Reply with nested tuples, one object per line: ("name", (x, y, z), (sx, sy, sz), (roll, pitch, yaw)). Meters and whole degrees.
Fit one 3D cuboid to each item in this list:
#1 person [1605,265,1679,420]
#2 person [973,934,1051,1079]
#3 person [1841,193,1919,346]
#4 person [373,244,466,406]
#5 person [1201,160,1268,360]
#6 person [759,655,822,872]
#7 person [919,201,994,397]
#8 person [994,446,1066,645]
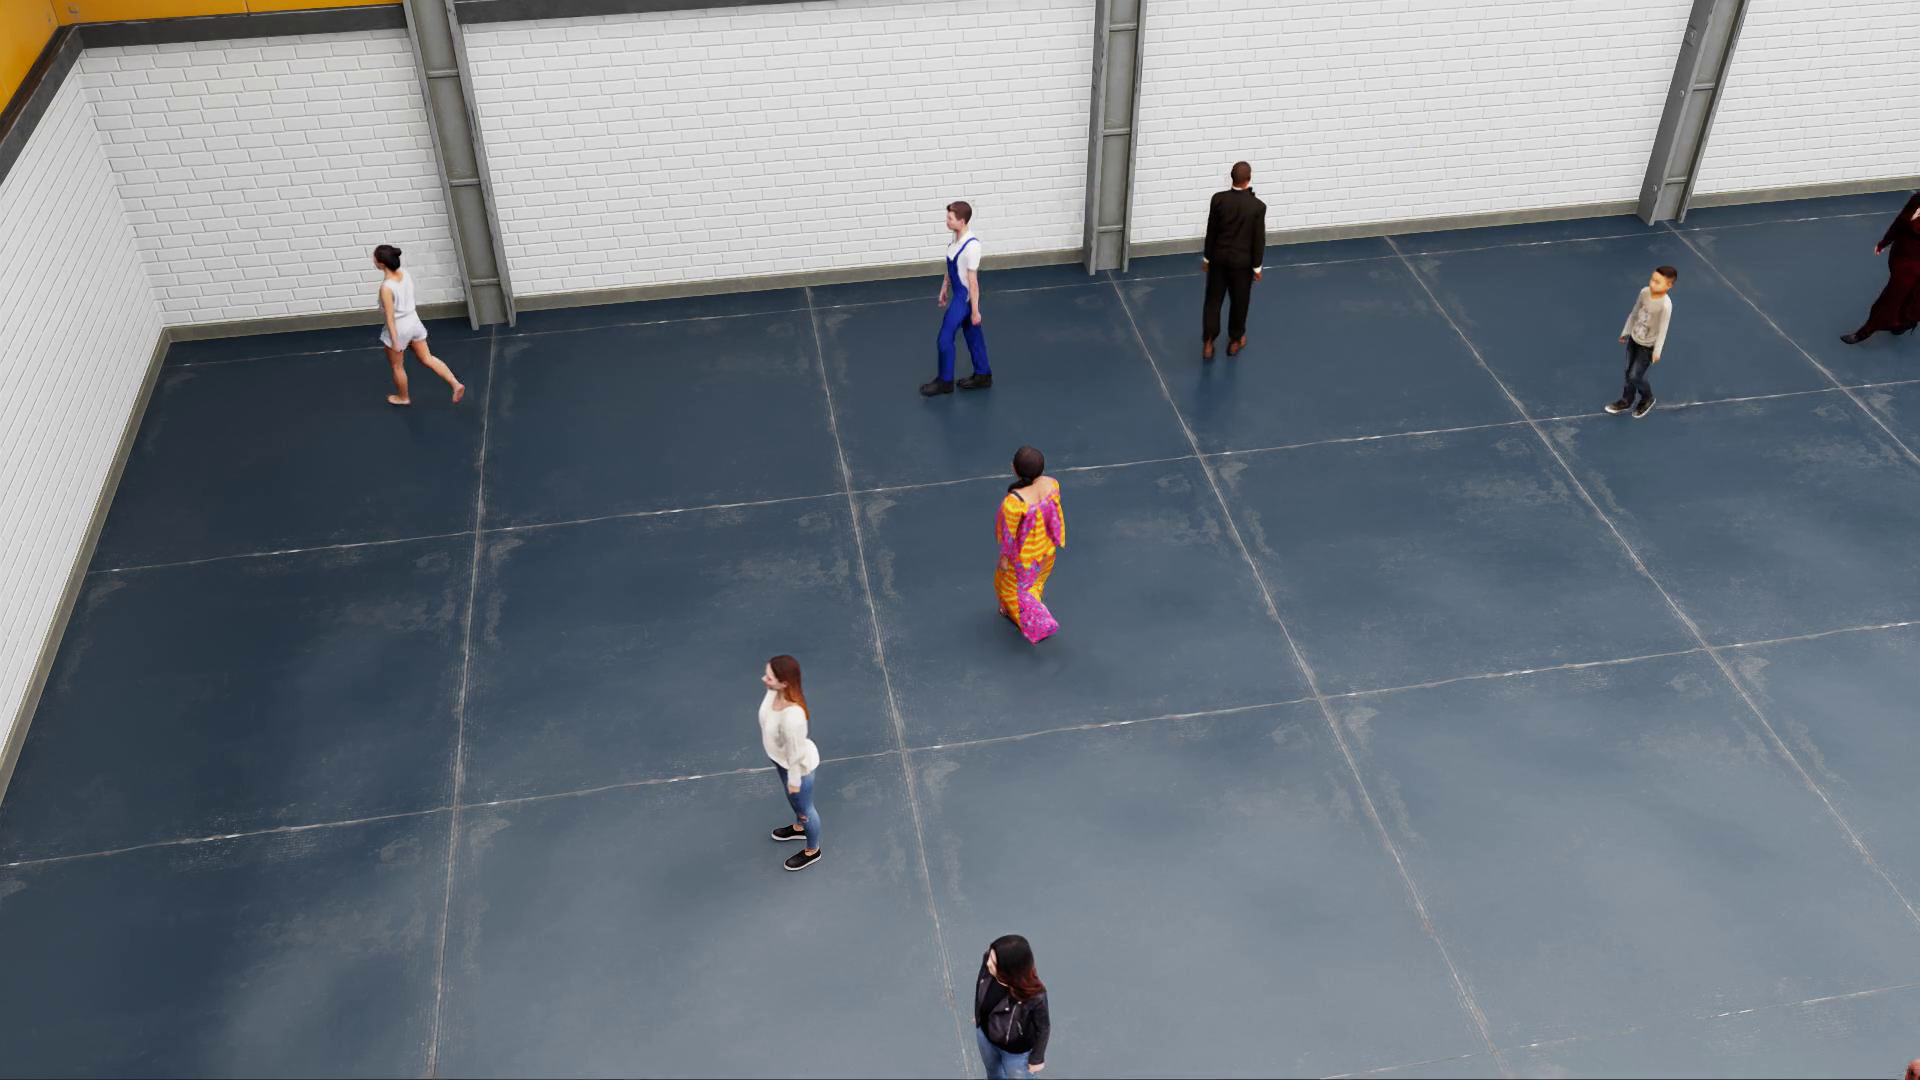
("person", (5.916, -1.703, 14.221), (0.612, 1.452, 0.569), (-10, 40, -13))
("person", (0.255, 2.593, 8.697), (0.736, 1.632, 0.725), (-30, 47, -32))
("person", (8.694, -2.532, 15.052), (1.137, 1.710, 0.712), (-4, 39, -5))
("person", (-4.691, -1.794, 14.228), (1.060, 1.586, 0.844), (10, 40, 12))
("person", (2.421, -2.495, 14.836), (0.877, 1.922, 0.938), (13, 40, 16))
("person", (-1.027, 1.349, 10.208), (0.582, 1.692, 0.634), (-10, 40, -13))
("person", (0.130, -2.098, 14.420), (0.917, 1.822, 0.661), (-8, 39, -10))
("person", (0.503, 0.055, 11.846), (0.961, 1.670, 0.971), (-30, 48, -32))
